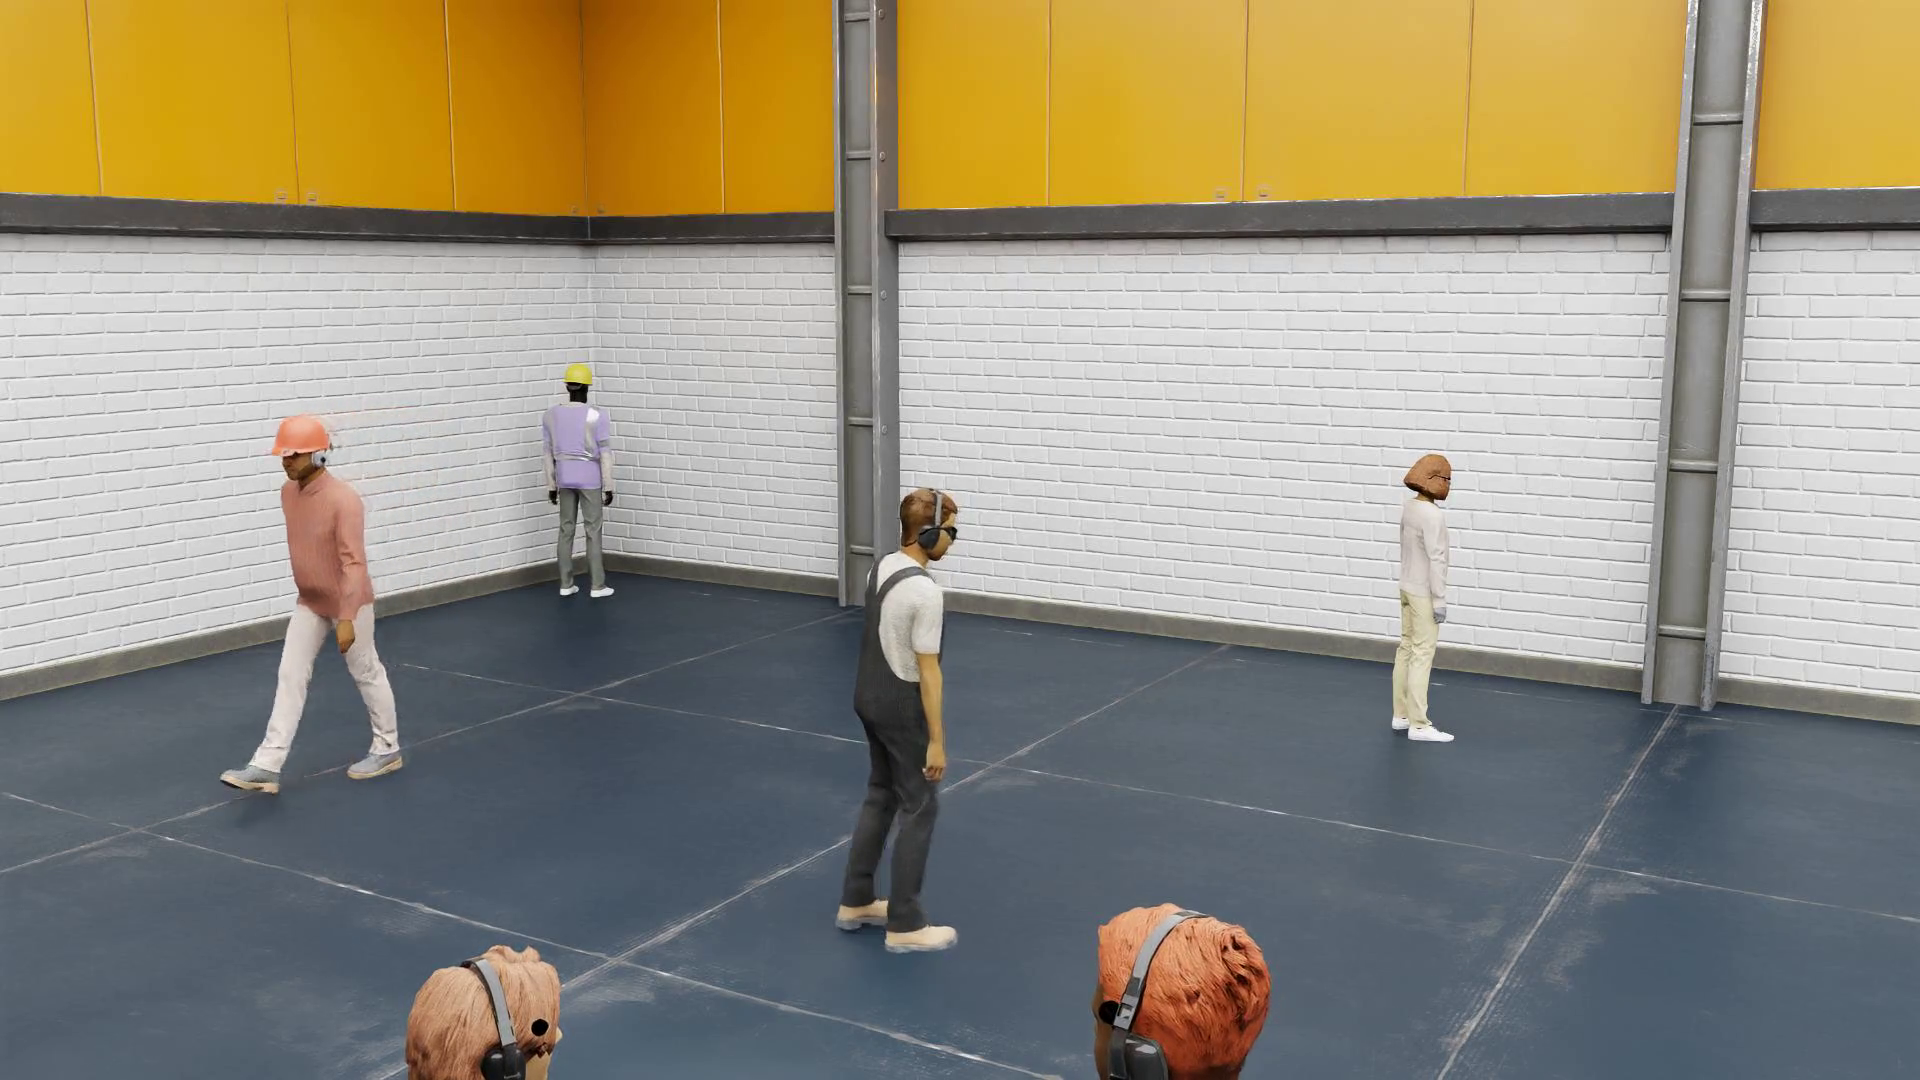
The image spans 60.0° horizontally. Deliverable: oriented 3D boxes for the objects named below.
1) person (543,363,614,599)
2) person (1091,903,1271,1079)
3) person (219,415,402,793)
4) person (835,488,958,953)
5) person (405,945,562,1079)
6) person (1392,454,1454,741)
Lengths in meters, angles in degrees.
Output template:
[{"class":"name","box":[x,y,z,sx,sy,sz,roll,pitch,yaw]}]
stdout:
[{"class":"person","box":[-3.102,-0.479,13.584,0.592,1.919,0.382,2,9,14]},{"class":"person","box":[0.287,1.376,2.119,0.337,1.882,0.585,7,11,37]},{"class":"person","box":[-3.271,0.339,8.409,0.642,1.932,1.059,6,11,31]},{"class":"person","box":[-0.232,0.706,6.488,0.464,1.821,0.597,-5,10,-27]},{"class":"person","box":[-0.707,1.426,2.567,0.310,1.642,0.514,-9,13,-44]},{"class":"person","box":[2.647,0.322,9.483,0.289,1.633,0.497,-1,9,-6]}]
